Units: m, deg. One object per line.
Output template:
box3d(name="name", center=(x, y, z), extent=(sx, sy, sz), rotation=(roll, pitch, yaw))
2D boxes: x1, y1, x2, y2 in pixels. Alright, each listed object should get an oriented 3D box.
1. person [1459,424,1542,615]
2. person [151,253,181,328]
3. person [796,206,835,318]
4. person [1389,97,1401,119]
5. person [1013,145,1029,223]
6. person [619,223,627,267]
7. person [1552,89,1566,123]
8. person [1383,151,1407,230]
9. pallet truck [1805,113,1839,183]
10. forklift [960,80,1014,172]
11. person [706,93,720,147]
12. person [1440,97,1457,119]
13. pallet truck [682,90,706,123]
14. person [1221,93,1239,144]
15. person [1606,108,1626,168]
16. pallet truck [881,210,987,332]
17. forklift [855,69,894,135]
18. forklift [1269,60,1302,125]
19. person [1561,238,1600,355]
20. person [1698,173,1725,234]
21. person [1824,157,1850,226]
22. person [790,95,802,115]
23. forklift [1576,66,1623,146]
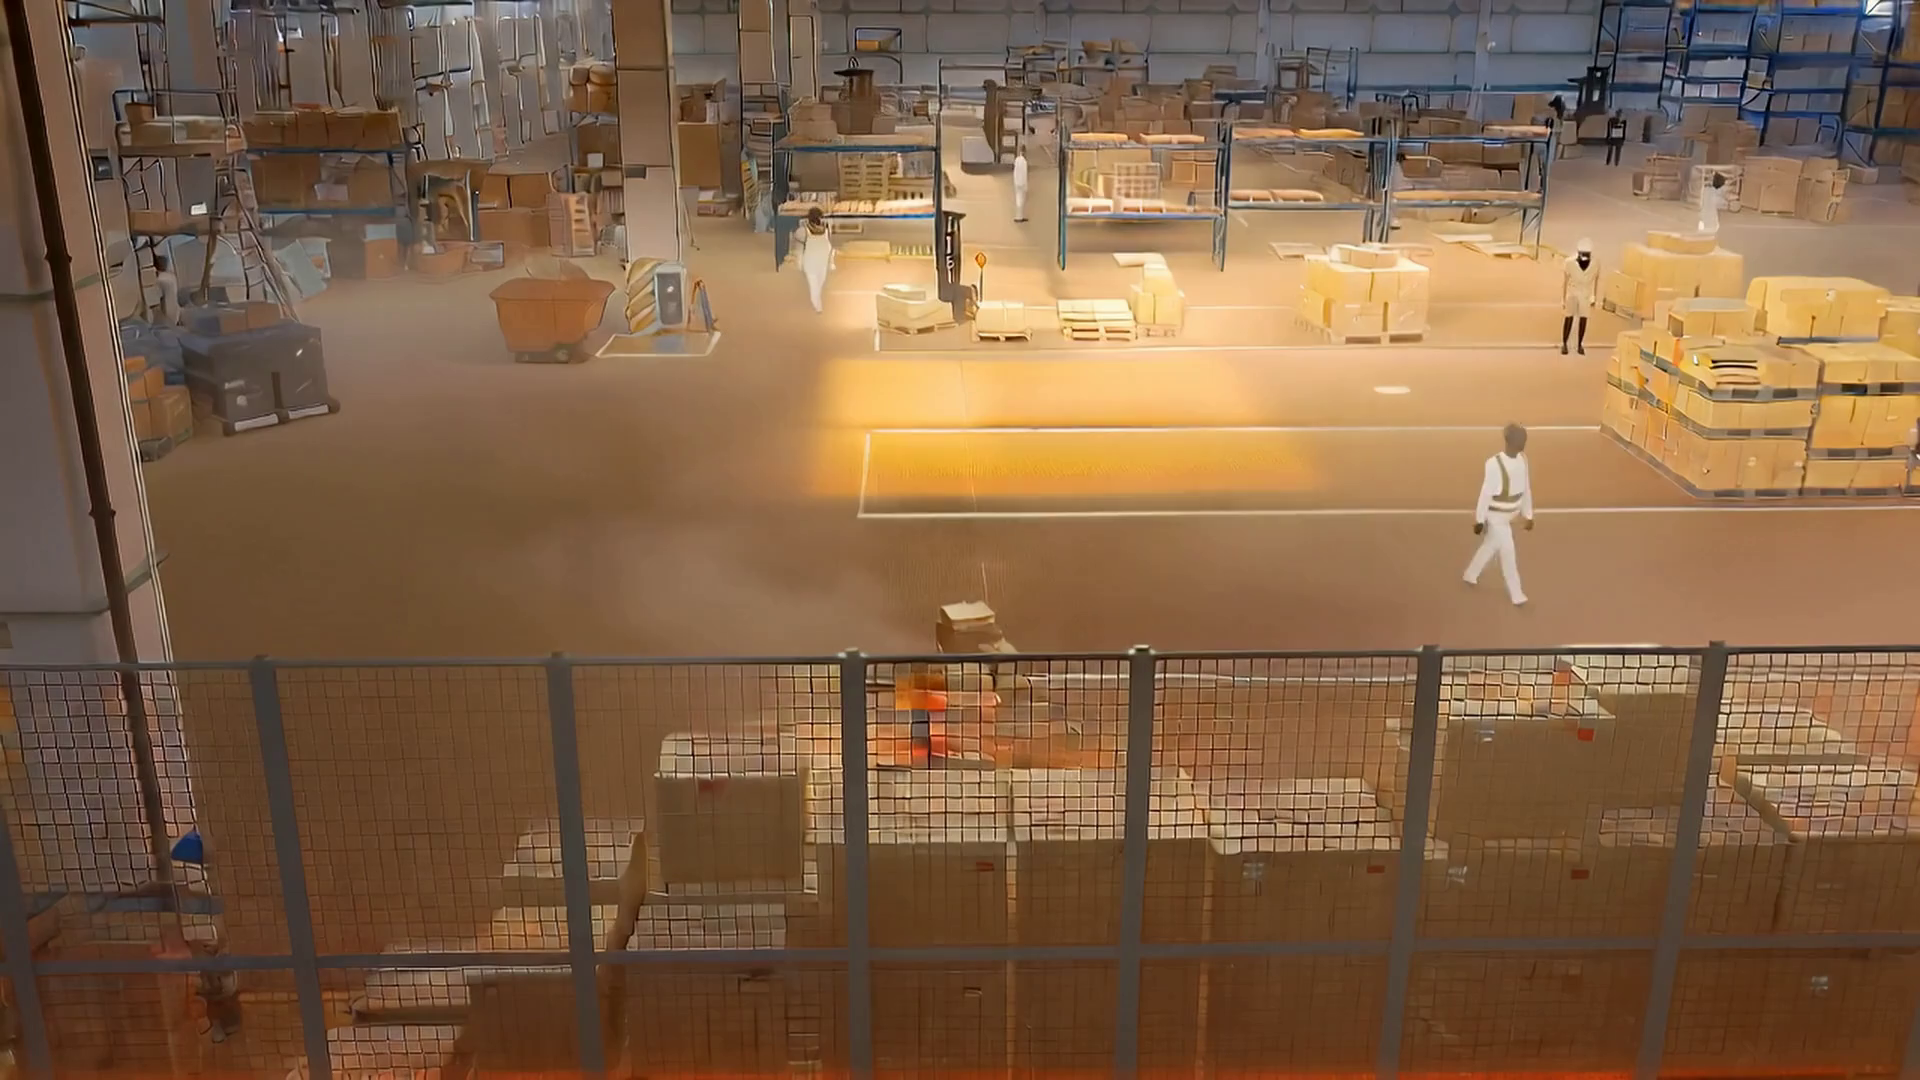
box3d(name="person", center=(5.316, -0.237, 16.194), extent=(0.598, 1.832, 0.980), rotation=(-15, 23, -37))
box3d(name="person", center=(-12.323, -3.536, 25.926), extent=(0.310, 1.864, 0.534), rotation=(0, 19, 0))
box3d(name="person", center=(-2.620, -5.139, 30.411), extent=(0.691, 2.000, 1.050), rotation=(-9, 21, -26))
box3d(name="person", center=(15.675, -15.147, 60.401), extent=(0.633, 1.846, 0.429), rotation=(-8, 20, -23))
box3d(name="person", center=(1.533, -9.008, 42.056), extent=(0.371, 1.934, 0.627), rotation=(-3, 19, -10))
box3d(name="person", center=(-6.115, -5.336, 31.171), extent=(0.590, 1.926, 0.388), rotation=(-15, 24, -38))
box3d(name="person", center=(22.348, -15.864, 62.298), extent=(0.614, 1.993, 0.395), rotation=(-7, 20, -20))
box3d(name="person", center=(10.681, -8.509, 40.584), extent=(0.432, 1.926, 0.653), rotation=(-1, 19, -2))
box3d(name="pallet truck", center=(26.403, -11.957, 50.702), extent=(0.823, 1.965, 1.885), rotation=(6, 19, 16))
box3d(name="forklift", center=(0.960, -13.258, 53.202), extent=(1.873, 2.768, 1.129), rotation=(0, 19, -1))
box3d(name="person", center=(-9.053, -15.359, 60.902), extent=(0.386, 1.928, 0.589), rotation=(15, 24, 37))
box3d(name="person", center=(17.373, -14.806, 59.260), extent=(0.564, 1.933, 0.387), rotation=(7, 20, 19))
box3d(name="pallet truck", center=(-9.671, -15.907, 62.421), extent=(0.823, 1.965, 1.885), rotation=(5, 19, 15))
box3d(name="person", center=(9.927, -15.505, 61.344), extent=(0.647, 1.923, 0.622), rotation=(-2, 19, -6))
box3d(name="person", center=(21.352, -13.091, 54.207), extent=(0.593, 1.913, 0.392), rotation=(2, 19, 5))
box3d(name="pallet truck", center=(-0.493, -4.759, 29.349), extent=(1.885, 1.965, 0.823), rotation=(-13, 23, -34))
box3d(name="forklift", center=(-3.395, -15.525, 59.928), extent=(1.873, 2.768, 1.129), rotation=(-10, 21, -26))
box3d(name="forklift", center=(13.195, -17.888, 66.938), extent=(1.129, 2.768, 1.873), rotation=(-1, 19, -1))
box3d(name="person", center=(10.103, -3.966, 27.113), extent=(0.540, 1.930, 0.390), rotation=(2, 19, 5))
box3d(name="person", center=(16.159, -6.918, 35.824), extent=(0.395, 1.955, 0.606), rotation=(-4, 19, -13))
box3d(name="person", center=(21.913, -8.689, 41.487), extent=(0.533, 1.691, 0.322), rotation=(-7, 20, -21))
box3d(name="person", center=(-6.318, -16.249, 63.930), extent=(0.556, 1.663, 0.749), rotation=(-13, 22, -33))
box3d(name="forklift", center=(23.569, -16.126, 61.710), extent=(1.129, 2.768, 1.873), rotation=(-11, 22, -30))
